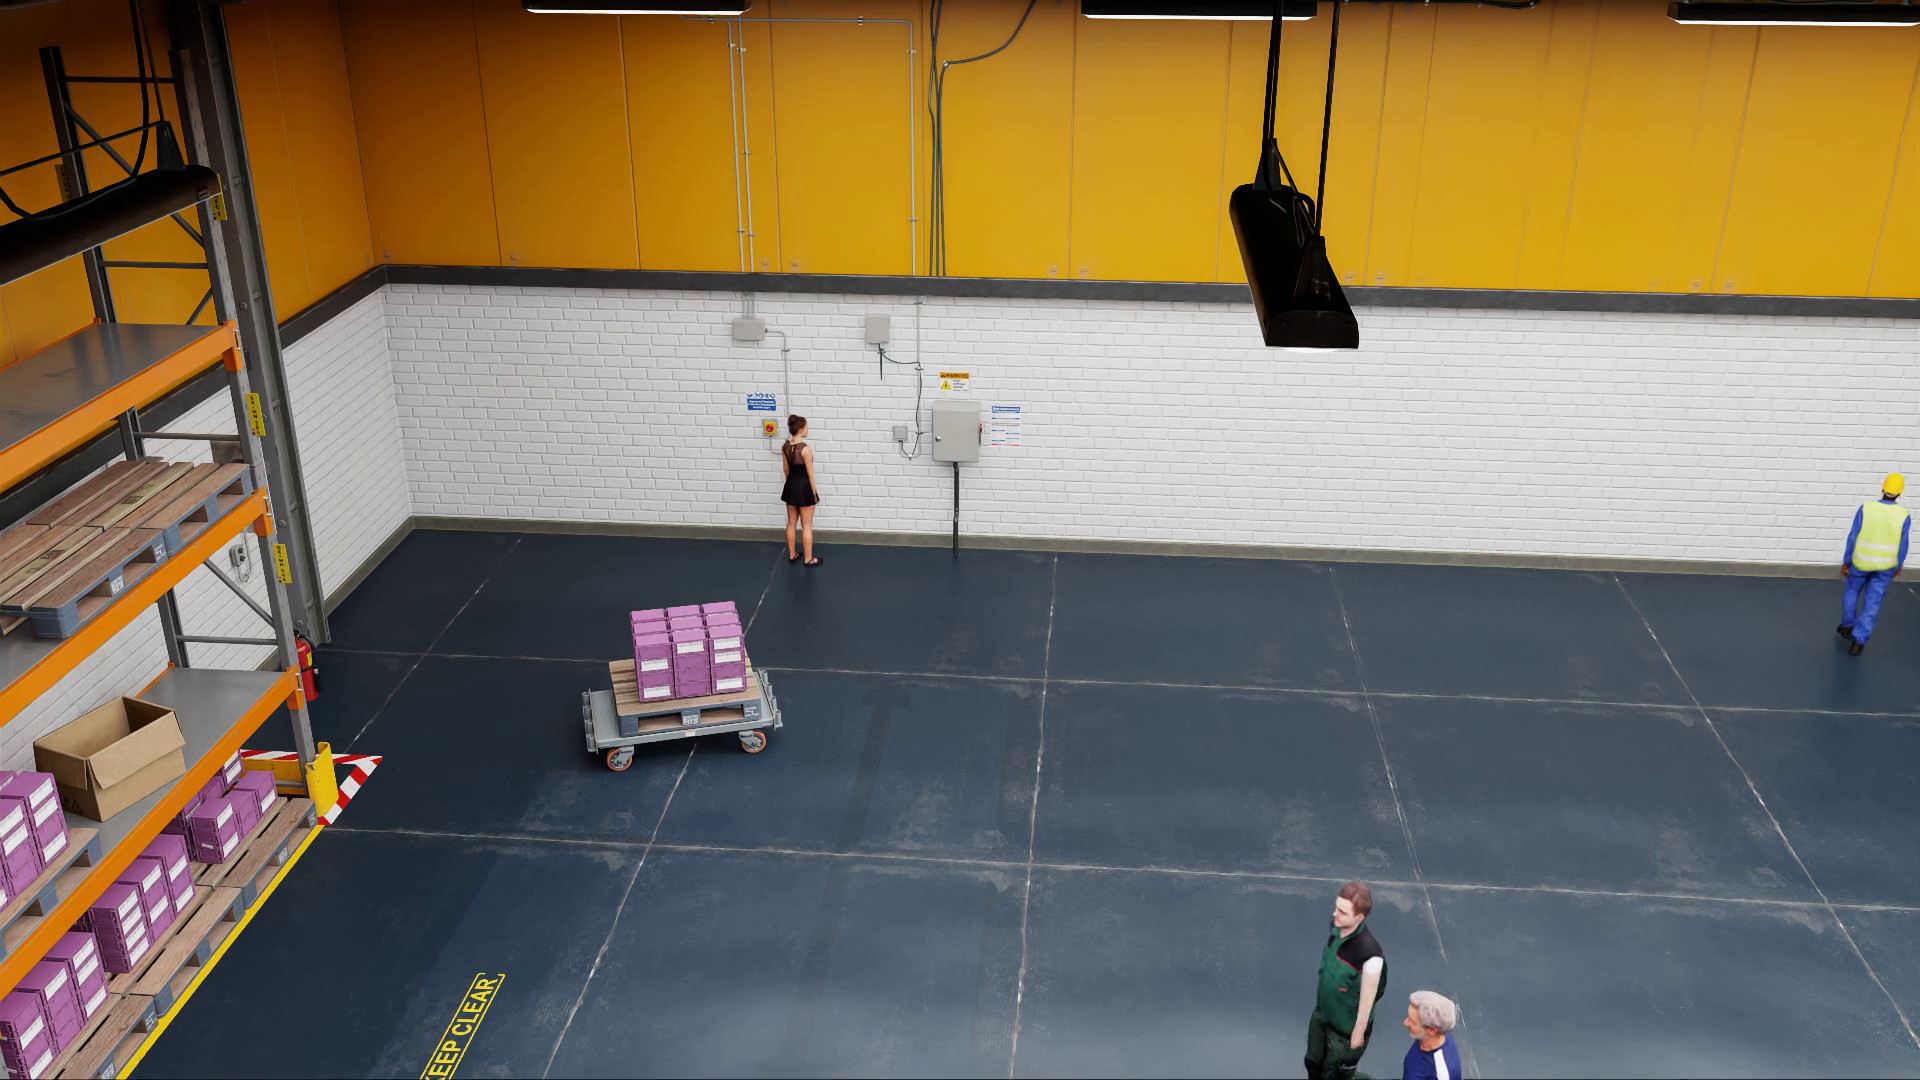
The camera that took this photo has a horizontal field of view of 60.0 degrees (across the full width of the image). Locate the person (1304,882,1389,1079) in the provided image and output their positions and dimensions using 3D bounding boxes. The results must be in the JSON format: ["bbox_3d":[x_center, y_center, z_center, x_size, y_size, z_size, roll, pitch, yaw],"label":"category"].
[{"bbox_3d":[2.348,2.818,9.877,0.886,1.825,0.938,-5,24,-12],"label":"person"}]

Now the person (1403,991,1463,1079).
[{"bbox_3d":[2.518,3.194,9.015,0.702,1.827,0.513,1,24,2],"label":"person"}]

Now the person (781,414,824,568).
[{"bbox_3d":[-1.713,-0.534,17.722,0.674,1.683,0.708,17,29,33],"label":"person"}]

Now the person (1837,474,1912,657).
[{"bbox_3d":[8.655,0.251,15.783,0.843,1.798,0.923,12,26,25],"label":"person"}]
